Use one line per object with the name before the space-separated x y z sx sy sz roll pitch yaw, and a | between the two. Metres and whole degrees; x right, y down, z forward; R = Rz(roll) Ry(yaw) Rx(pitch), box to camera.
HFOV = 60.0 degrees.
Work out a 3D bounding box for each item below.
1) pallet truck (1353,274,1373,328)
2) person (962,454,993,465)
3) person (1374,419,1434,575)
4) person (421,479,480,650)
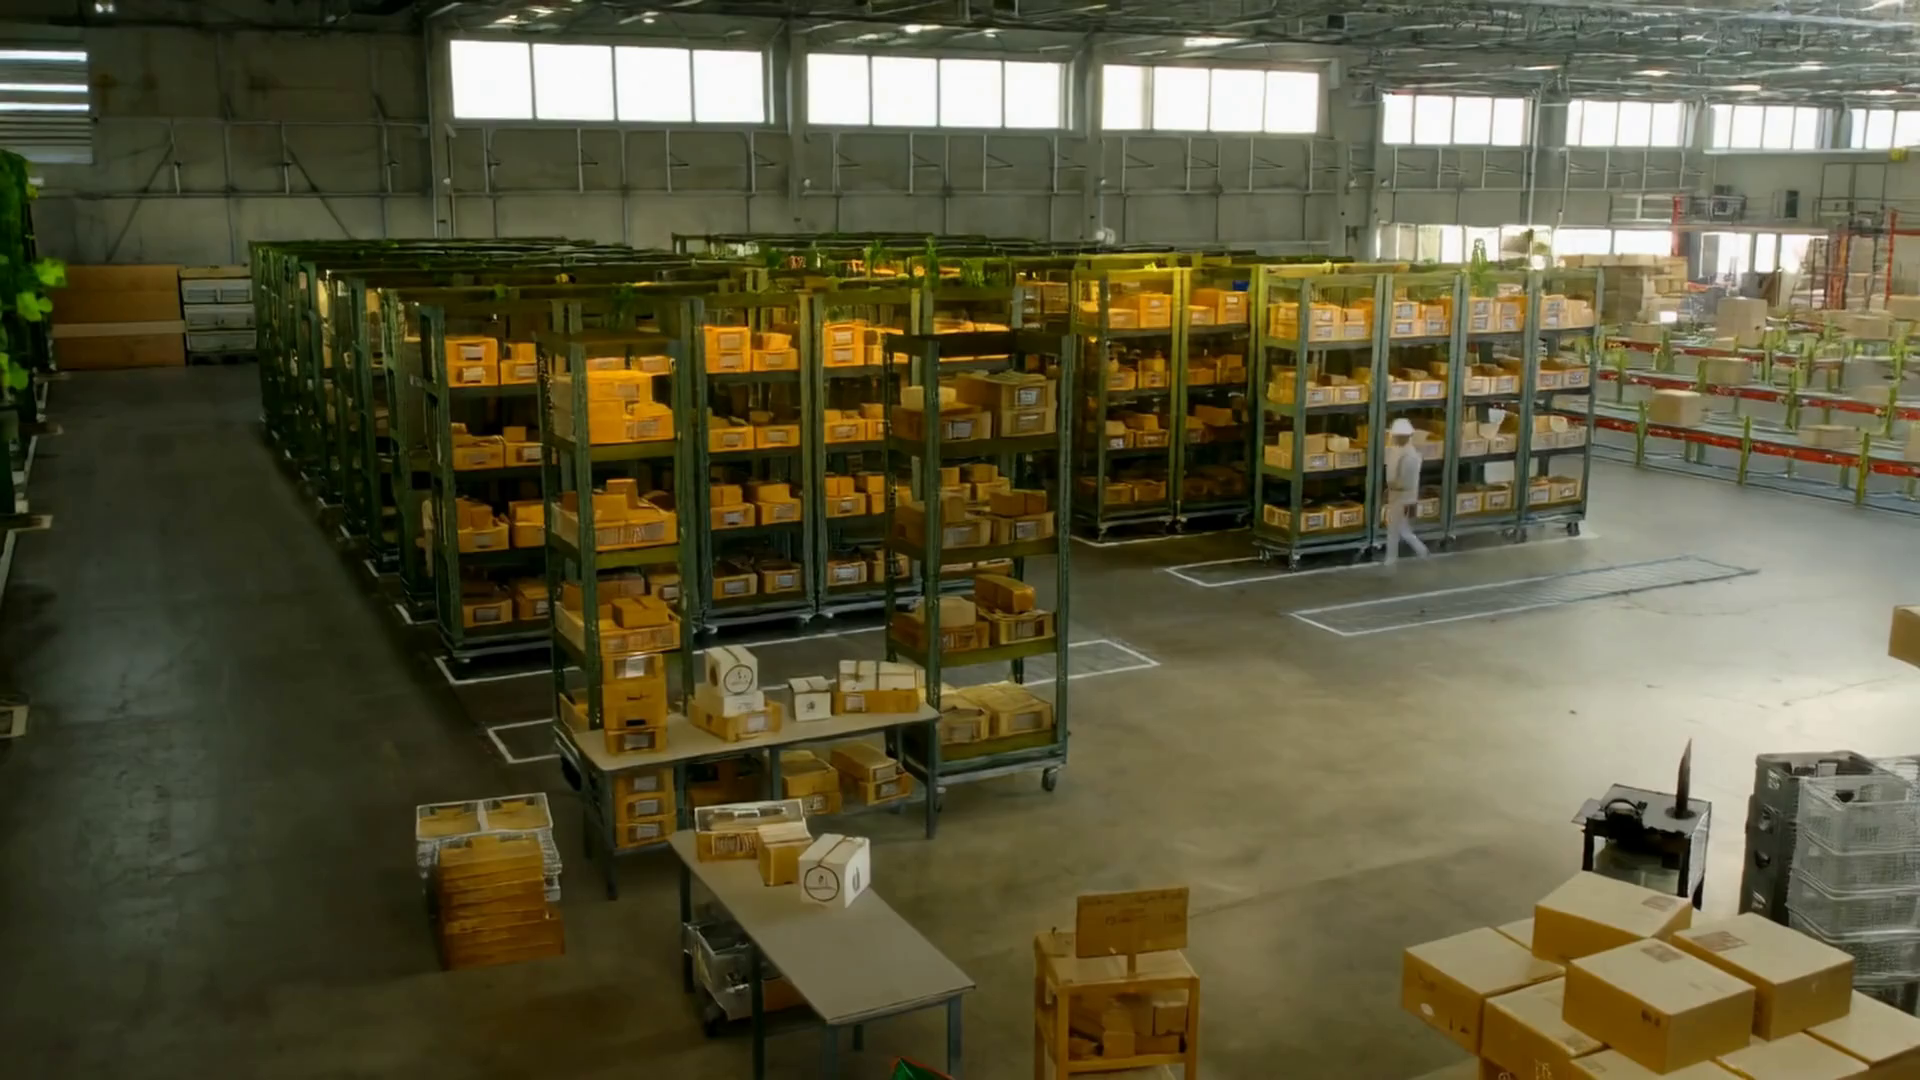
pallet truck | 13.011 -8.050 55.243 0.823 1.965 1.885 -7 14 -28
person | 0.227 -0.931 22.336 0.404 1.829 0.600 -2 12 -8
person | 5.395 -0.506 20.126 0.603 1.923 0.615 -3 12 -15
person | -5.214 0.185 17.079 0.567 1.846 0.389 -9 15 -36
